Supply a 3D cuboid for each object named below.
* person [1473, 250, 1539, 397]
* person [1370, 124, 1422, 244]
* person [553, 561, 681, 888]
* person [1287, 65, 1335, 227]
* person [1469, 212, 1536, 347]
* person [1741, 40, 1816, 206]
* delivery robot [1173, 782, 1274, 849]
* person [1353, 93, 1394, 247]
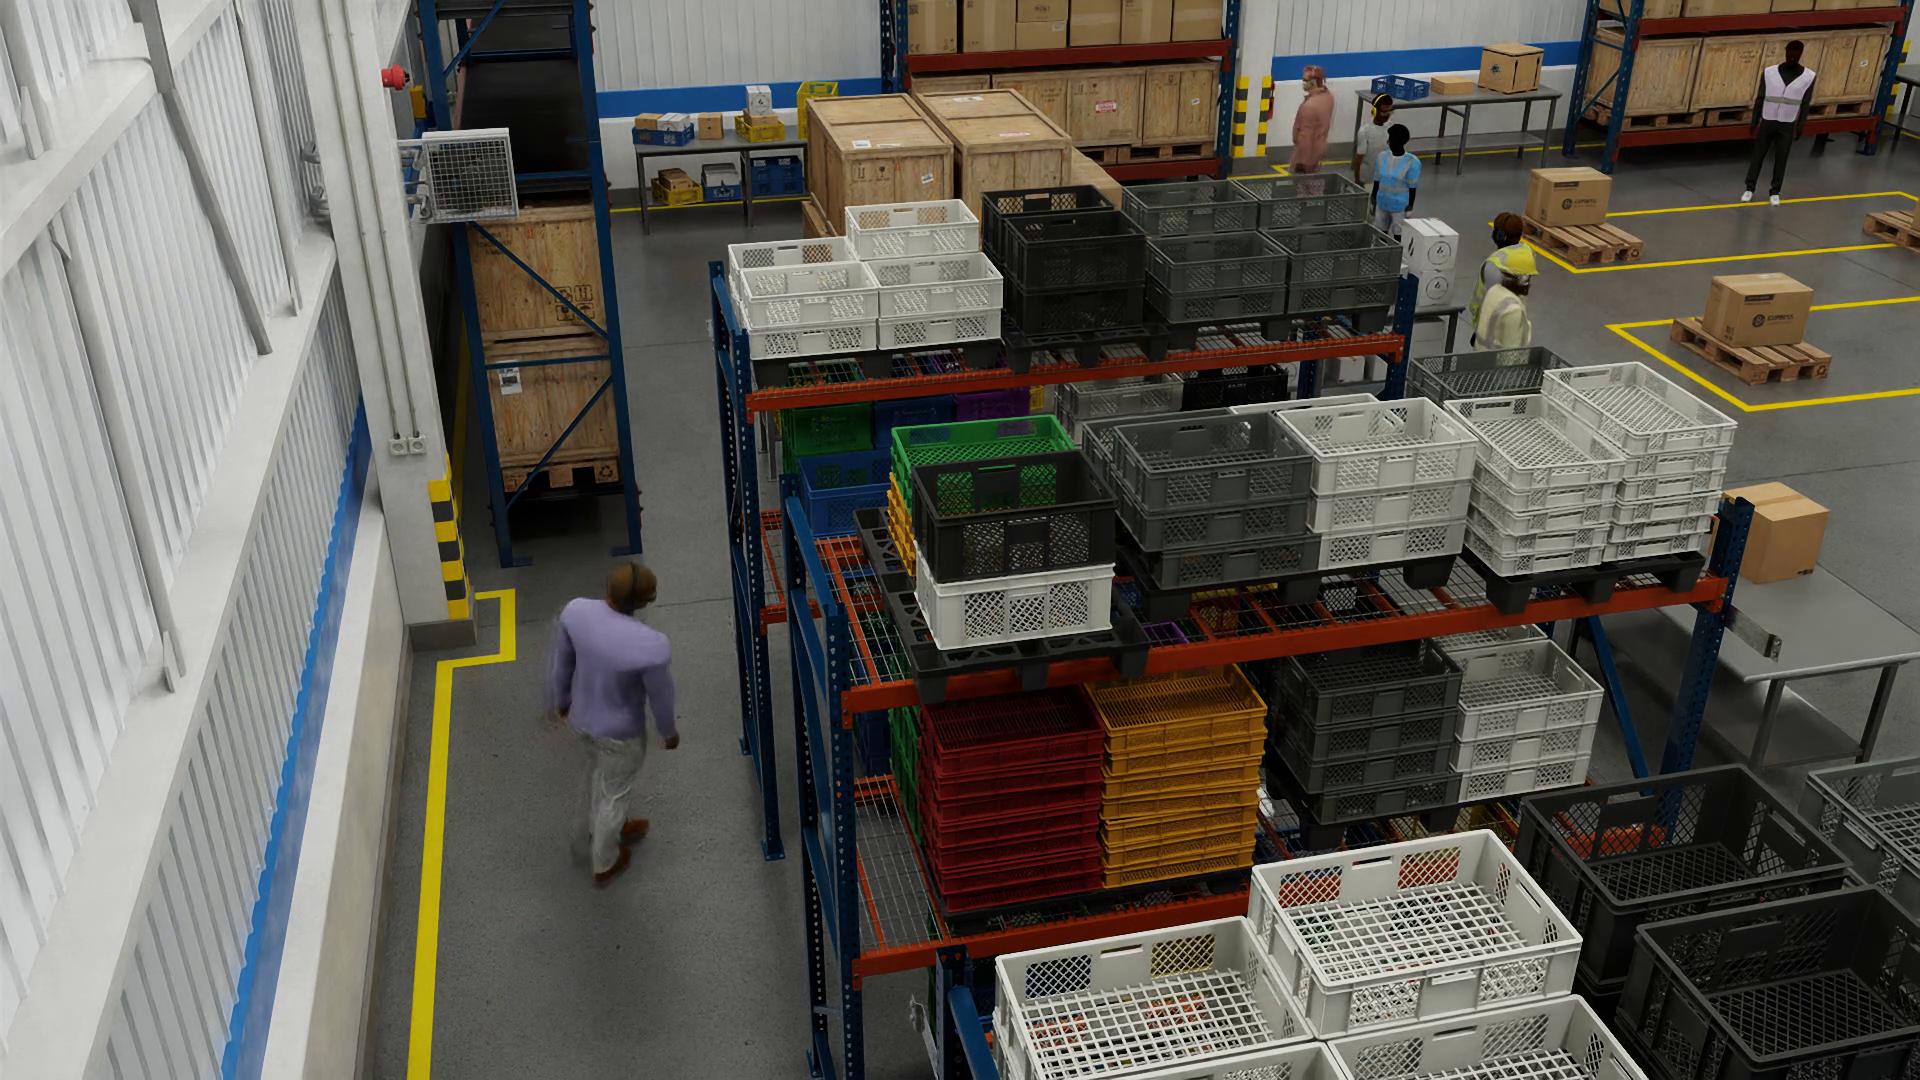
[{"bbox_3d":[4.198,-1.360,12.954,0.404,1.822,0.626,2,28,4],"label":"person"},{"bbox_3d":[4.412,-3.402,16.965,0.321,1.686,0.539,-22,35,-35],"label":"person"},{"bbox_3d":[-1.736,0.924,8.549,0.719,1.887,0.585,20,34,33],"label":"person"},{"bbox_3d":[3.901,-4.350,18.551,0.534,1.876,0.665,17,32,30],"label":"person"},{"bbox_3d":[4.424,-1.806,13.770,0.633,1.842,0.429,-25,37,-39],"label":"person"},{"bbox_3d":[9.650,-4.929,19.625,0.591,1.910,0.378,13,30,23],"label":"person"},{"bbox_3d":[1.291,1.458,8.851,0.707,0.478,0.477,-1,28,-1],"label":"delivery robot"},{"bbox_3d":[4.331,-3.760,17.471,0.520,1.856,0.333,-18,33,-31],"label":"person"}]
